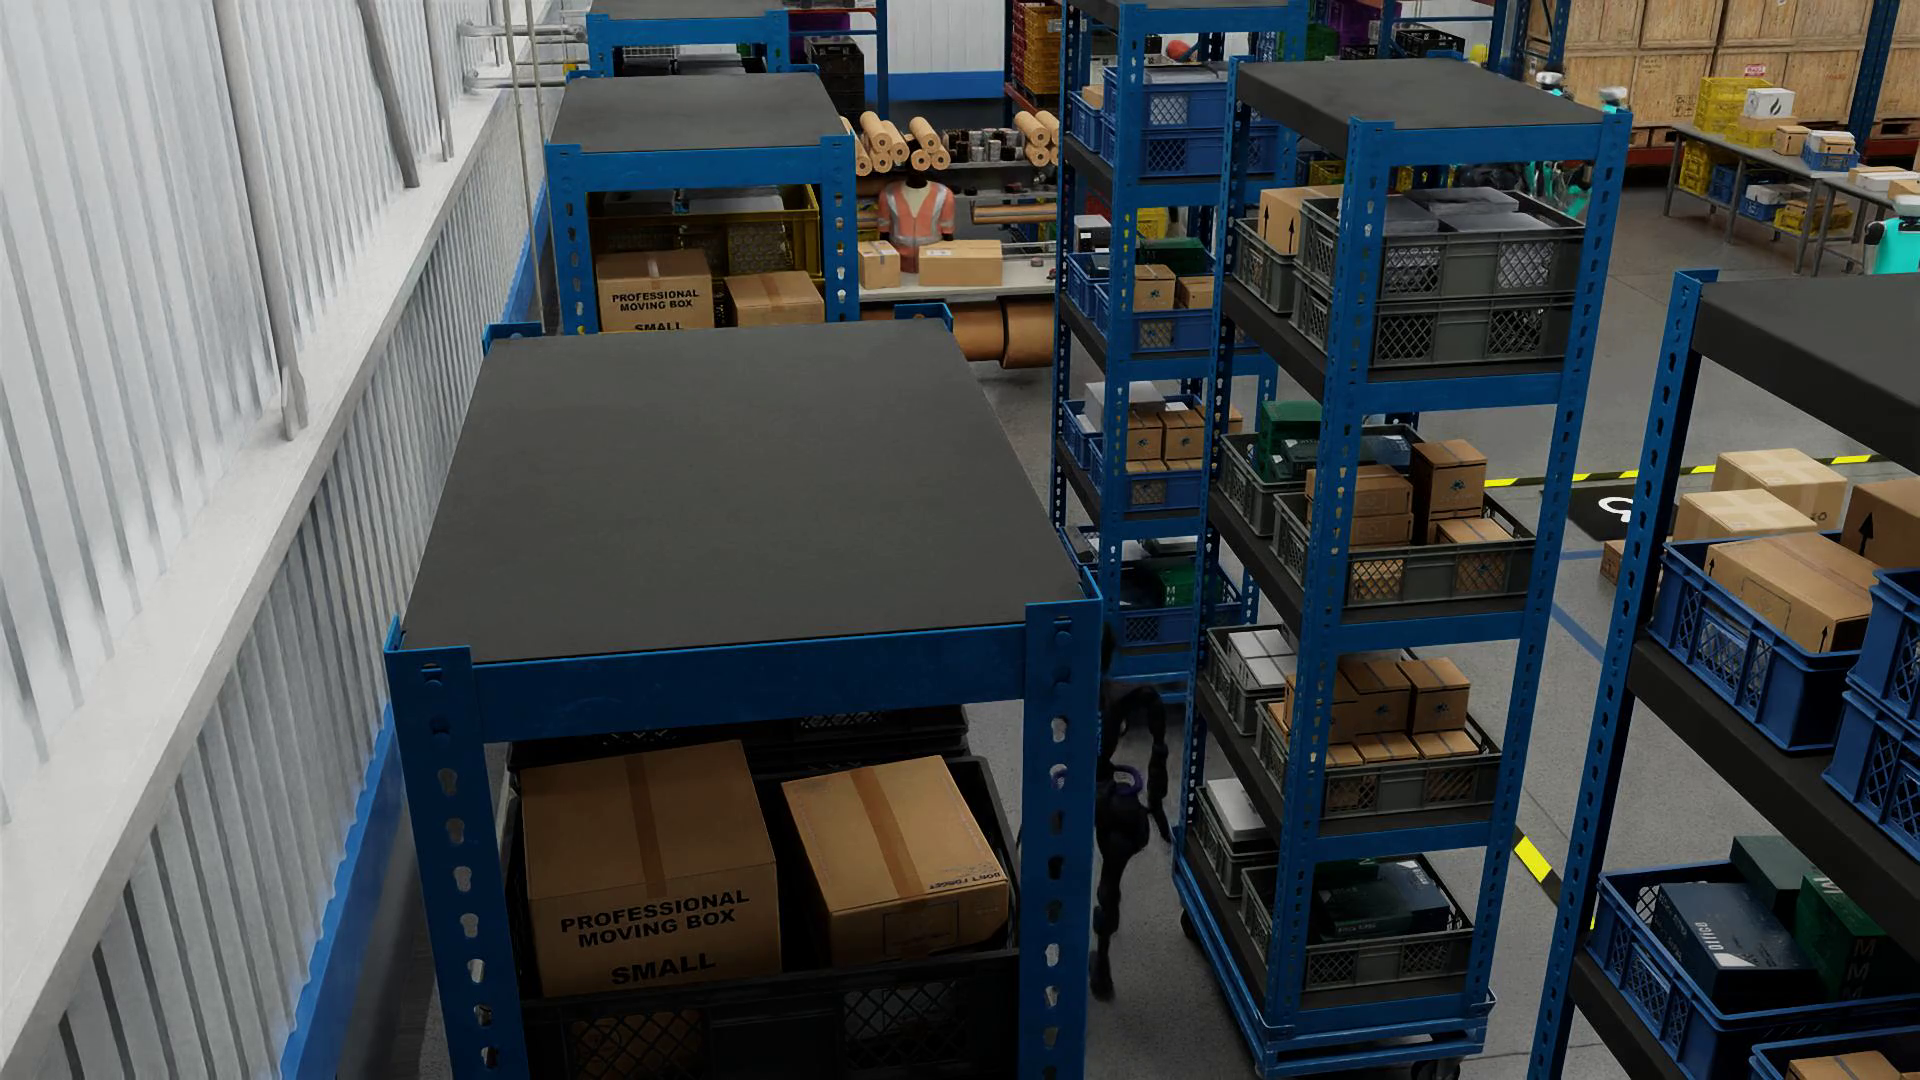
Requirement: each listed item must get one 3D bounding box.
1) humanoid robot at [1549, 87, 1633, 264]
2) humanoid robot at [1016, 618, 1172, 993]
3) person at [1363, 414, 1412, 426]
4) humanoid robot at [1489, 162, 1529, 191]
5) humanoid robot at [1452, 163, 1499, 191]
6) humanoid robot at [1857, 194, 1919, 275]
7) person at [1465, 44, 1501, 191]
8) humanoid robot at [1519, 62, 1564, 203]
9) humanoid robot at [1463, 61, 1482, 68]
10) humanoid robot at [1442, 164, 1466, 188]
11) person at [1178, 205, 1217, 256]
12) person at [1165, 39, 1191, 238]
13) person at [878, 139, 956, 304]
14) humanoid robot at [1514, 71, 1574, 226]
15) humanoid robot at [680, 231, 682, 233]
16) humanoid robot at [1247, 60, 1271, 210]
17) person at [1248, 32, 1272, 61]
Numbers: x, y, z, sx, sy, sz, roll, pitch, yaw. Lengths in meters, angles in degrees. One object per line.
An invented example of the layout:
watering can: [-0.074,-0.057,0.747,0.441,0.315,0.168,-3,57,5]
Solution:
humanoid robot: [6.096,-3.563,16.303,0.542,1.765,0.933,-22,33,-40]
humanoid robot: [0.522,1.031,6.362,0.608,1.643,0.355,-2,25,-4]
person: [1.965,0.190,7.990,0.589,1.852,0.398,-2,25,-4]
humanoid robot: [5.492,-3.745,16.808,0.613,1.626,0.691,-11,27,-23]
humanoid robot: [4.502,-2.710,14.564,0.762,1.637,0.616,-14,28,-27]
humanoid robot: [6.648,-1.543,11.735,0.533,1.677,0.735,1,25,2]
person: [5.669,-4.488,18.205,0.584,1.806,0.531,-14,28,-28]
humanoid robot: [6.374,-4.371,18.144,0.770,1.628,0.591,18,30,34]
humanoid robot: [5.386,-4.084,17.472,0.552,1.762,1.003,-6,25,-12]
humanoid robot: [5.028,-3.710,16.646,0.559,1.781,0.862,-12,27,-25]
person: [2.247,-3.386,15.775,0.429,1.841,0.635,-22,33,-40]
person: [2.190,-4.119,17.157,0.602,2.022,0.564,-9,26,-18]
person: [-0.333,-2.142,12.937,0.602,1.957,0.364,1,25,3]
humanoid robot: [5.983,-3.868,17.029,0.530,1.870,0.710,18,30,33]
humanoid robot: [-2.110,-1.404,11.512,0.532,1.728,0.706,8,26,17]
humanoid robot: [3.252,-4.450,18.290,0.429,1.649,0.600,-4,25,-9]
person: [3.392,-5.010,19.259,0.356,1.882,0.574,16,29,31]
